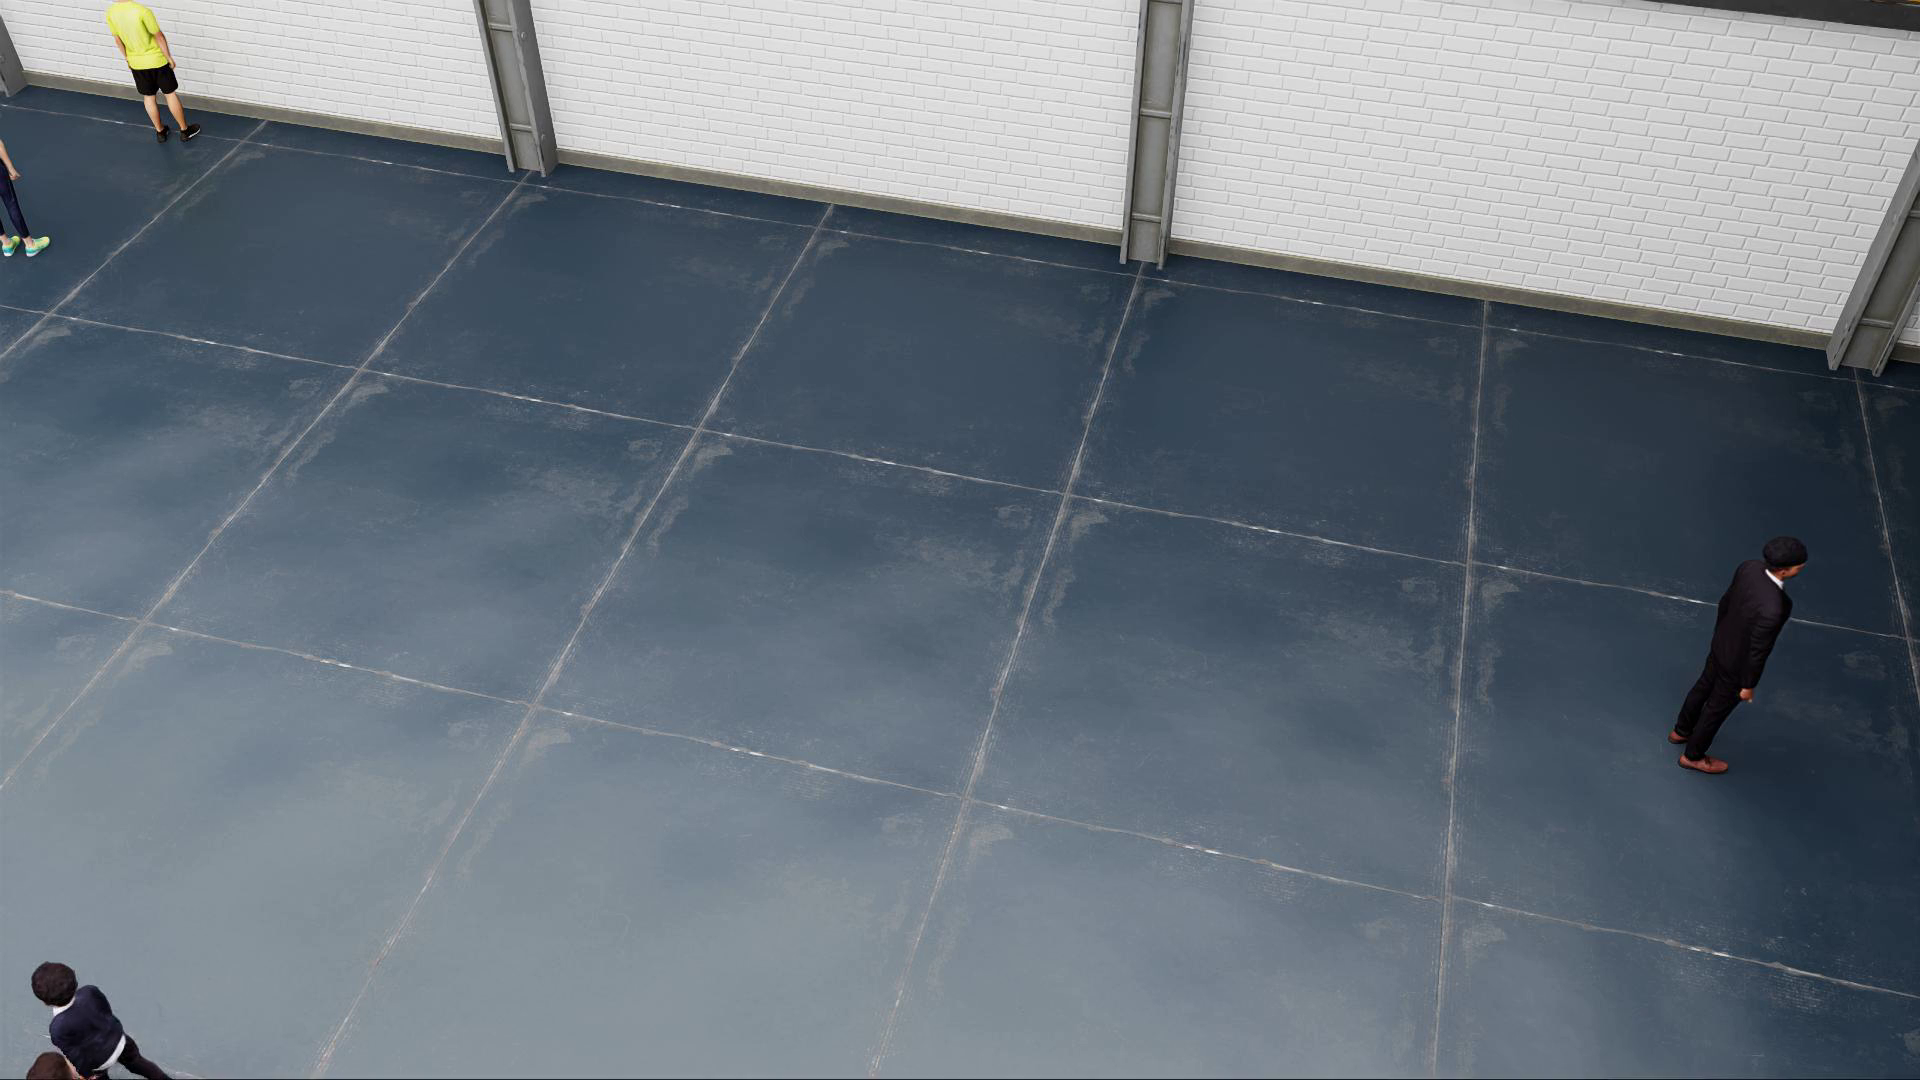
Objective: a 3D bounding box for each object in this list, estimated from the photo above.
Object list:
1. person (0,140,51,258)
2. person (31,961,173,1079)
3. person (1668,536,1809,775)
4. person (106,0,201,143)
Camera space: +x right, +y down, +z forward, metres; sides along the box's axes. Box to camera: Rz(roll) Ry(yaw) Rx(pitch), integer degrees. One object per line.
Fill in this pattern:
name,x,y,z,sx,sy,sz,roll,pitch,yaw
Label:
person,-8.515,-3.262,14.516,0.528,1.701,0.698,3,44,3
person,-4.442,2.638,8.684,0.855,1.203,0.542,10,44,10
person,4.771,0.689,10.237,0.633,1.883,0.742,2,44,2
person,-7.793,-4.626,15.942,0.570,1.709,0.735,-1,44,-1
